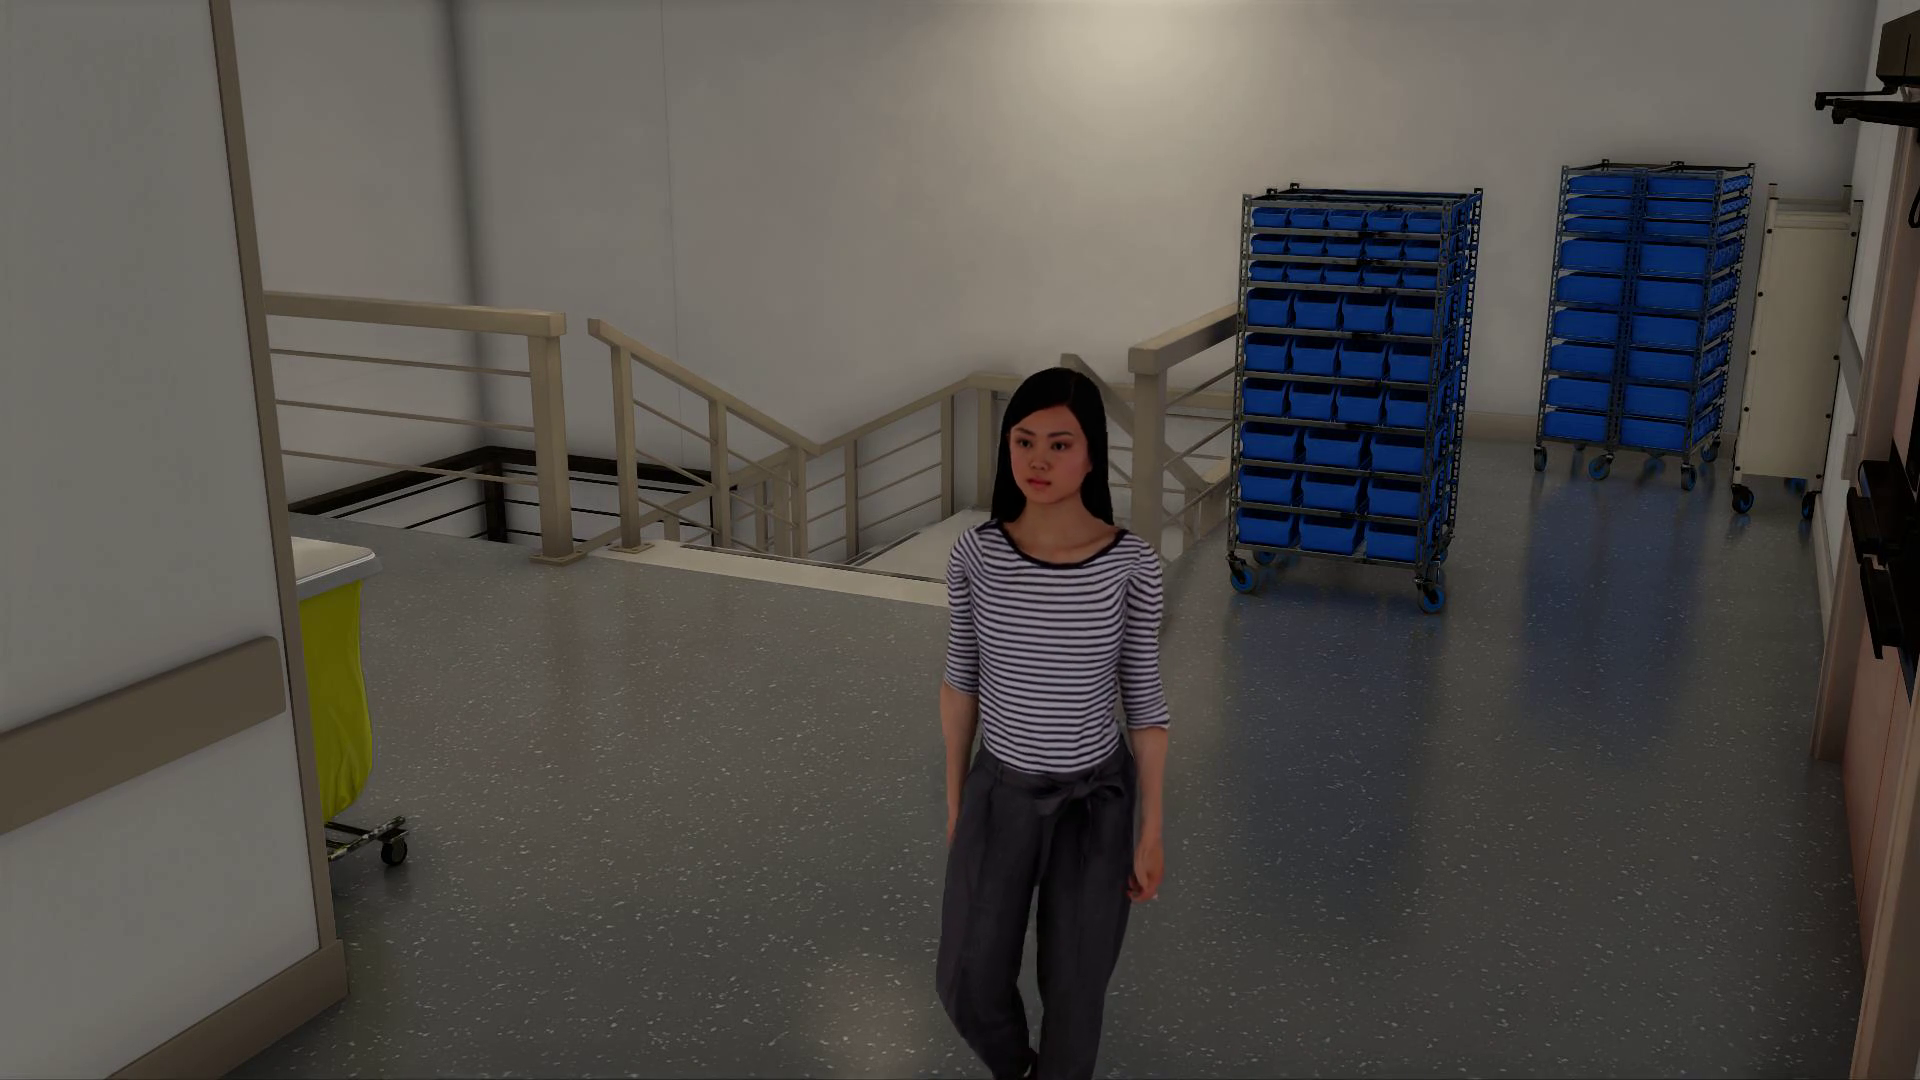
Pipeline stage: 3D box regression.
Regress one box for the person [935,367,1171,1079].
[{"bbox_3d":[0.194,0.506,3.287,0.684,1.726,0.731,3,16,10],"label":"person"}]
